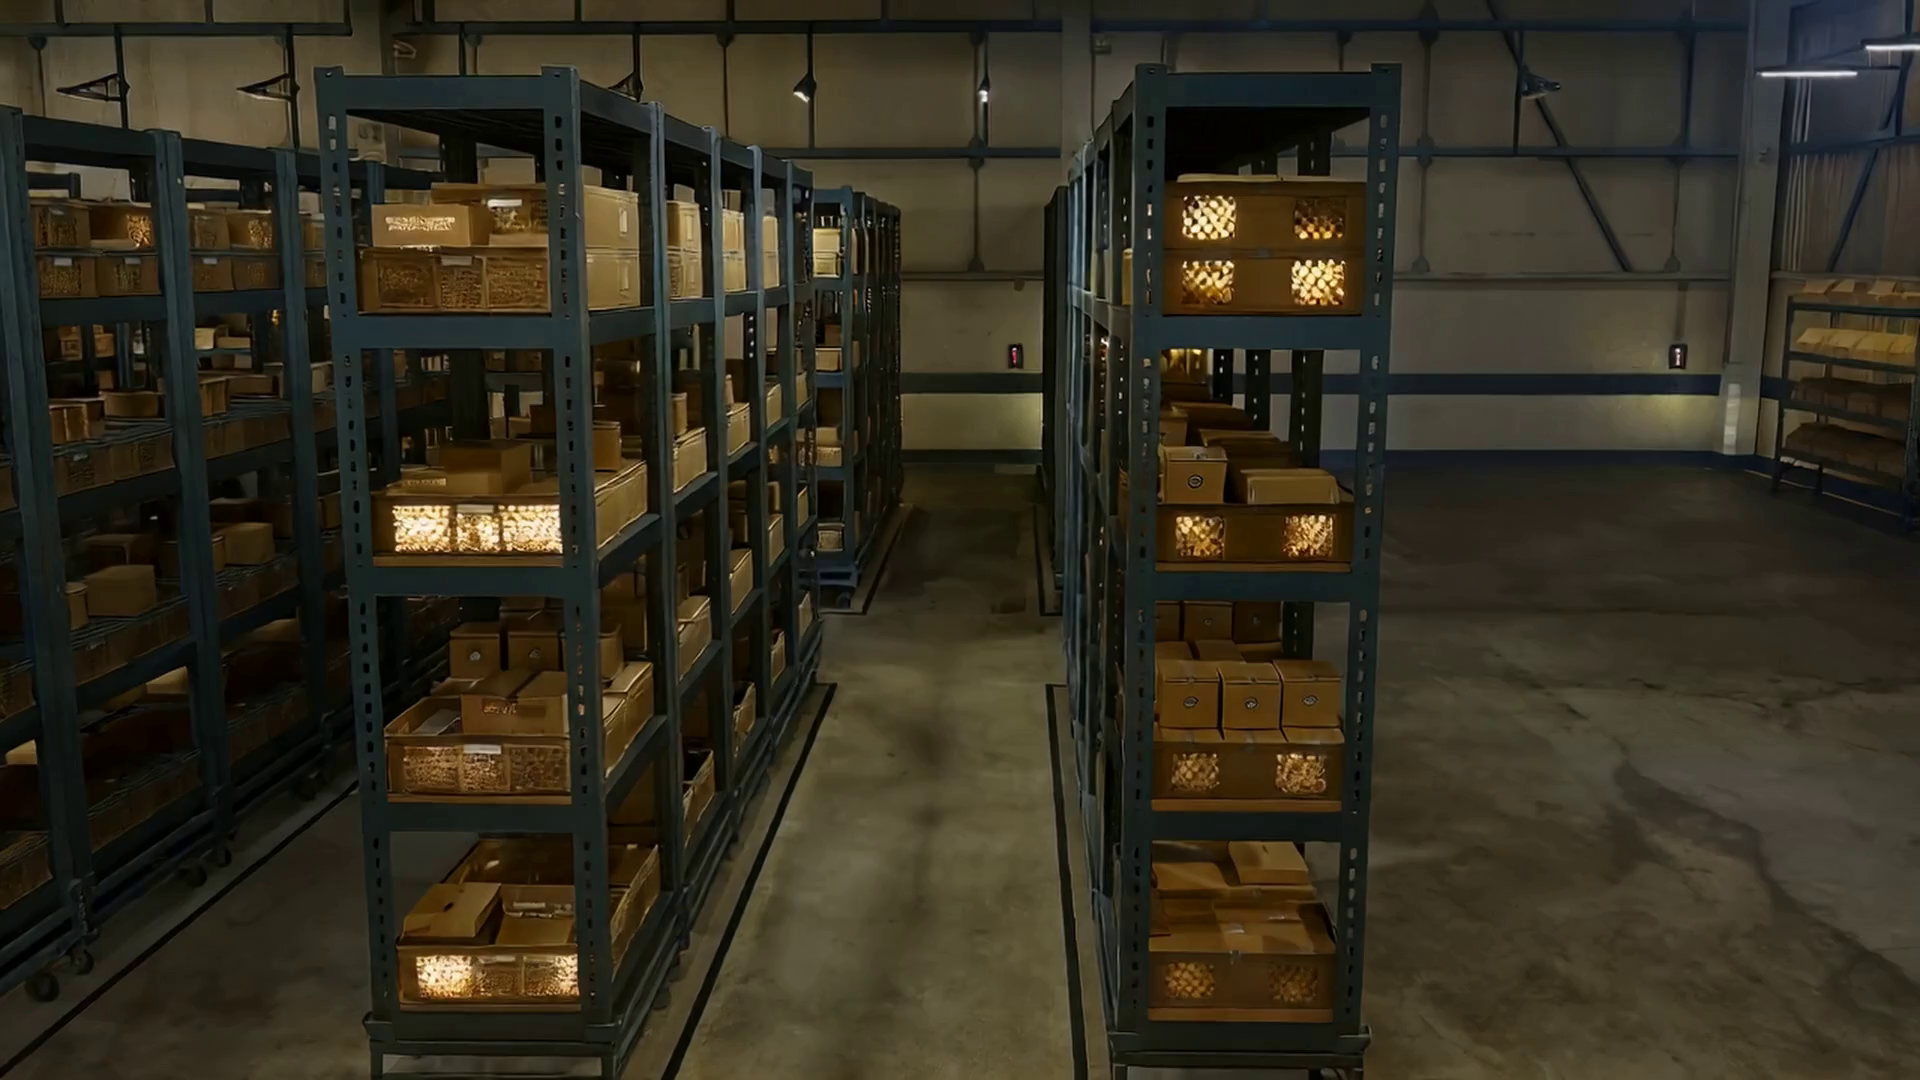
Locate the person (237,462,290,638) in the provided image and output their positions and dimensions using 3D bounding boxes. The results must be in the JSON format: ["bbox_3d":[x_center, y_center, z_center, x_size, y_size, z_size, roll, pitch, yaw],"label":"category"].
[{"bbox_3d":[-5.251,-0.009,12.560,0.524,1.832,0.576,2,10,10],"label":"person"}]
